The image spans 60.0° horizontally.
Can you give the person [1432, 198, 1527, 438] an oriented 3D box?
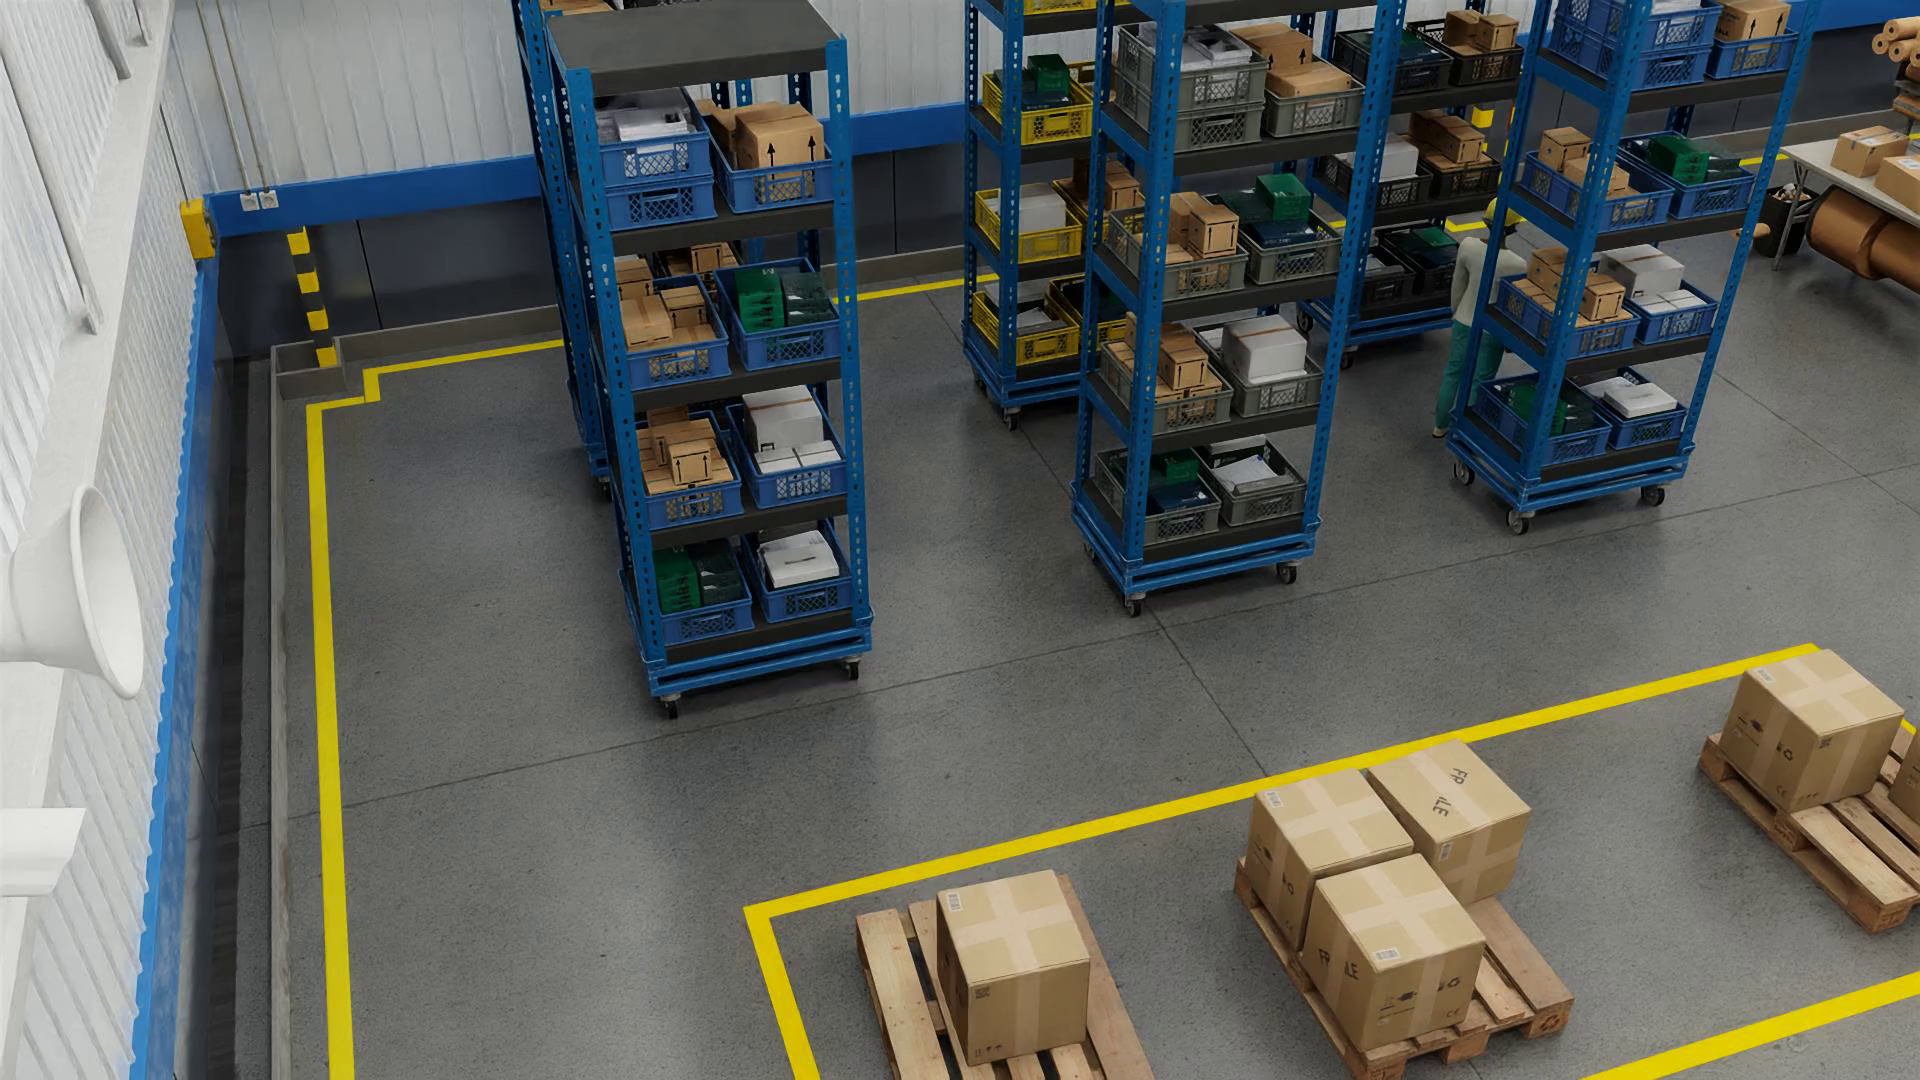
[{"bbox_3d":[3.374,-1.393,10.728,0.299,1.772,0.524,-25,42,-31],"label":"person"}]
